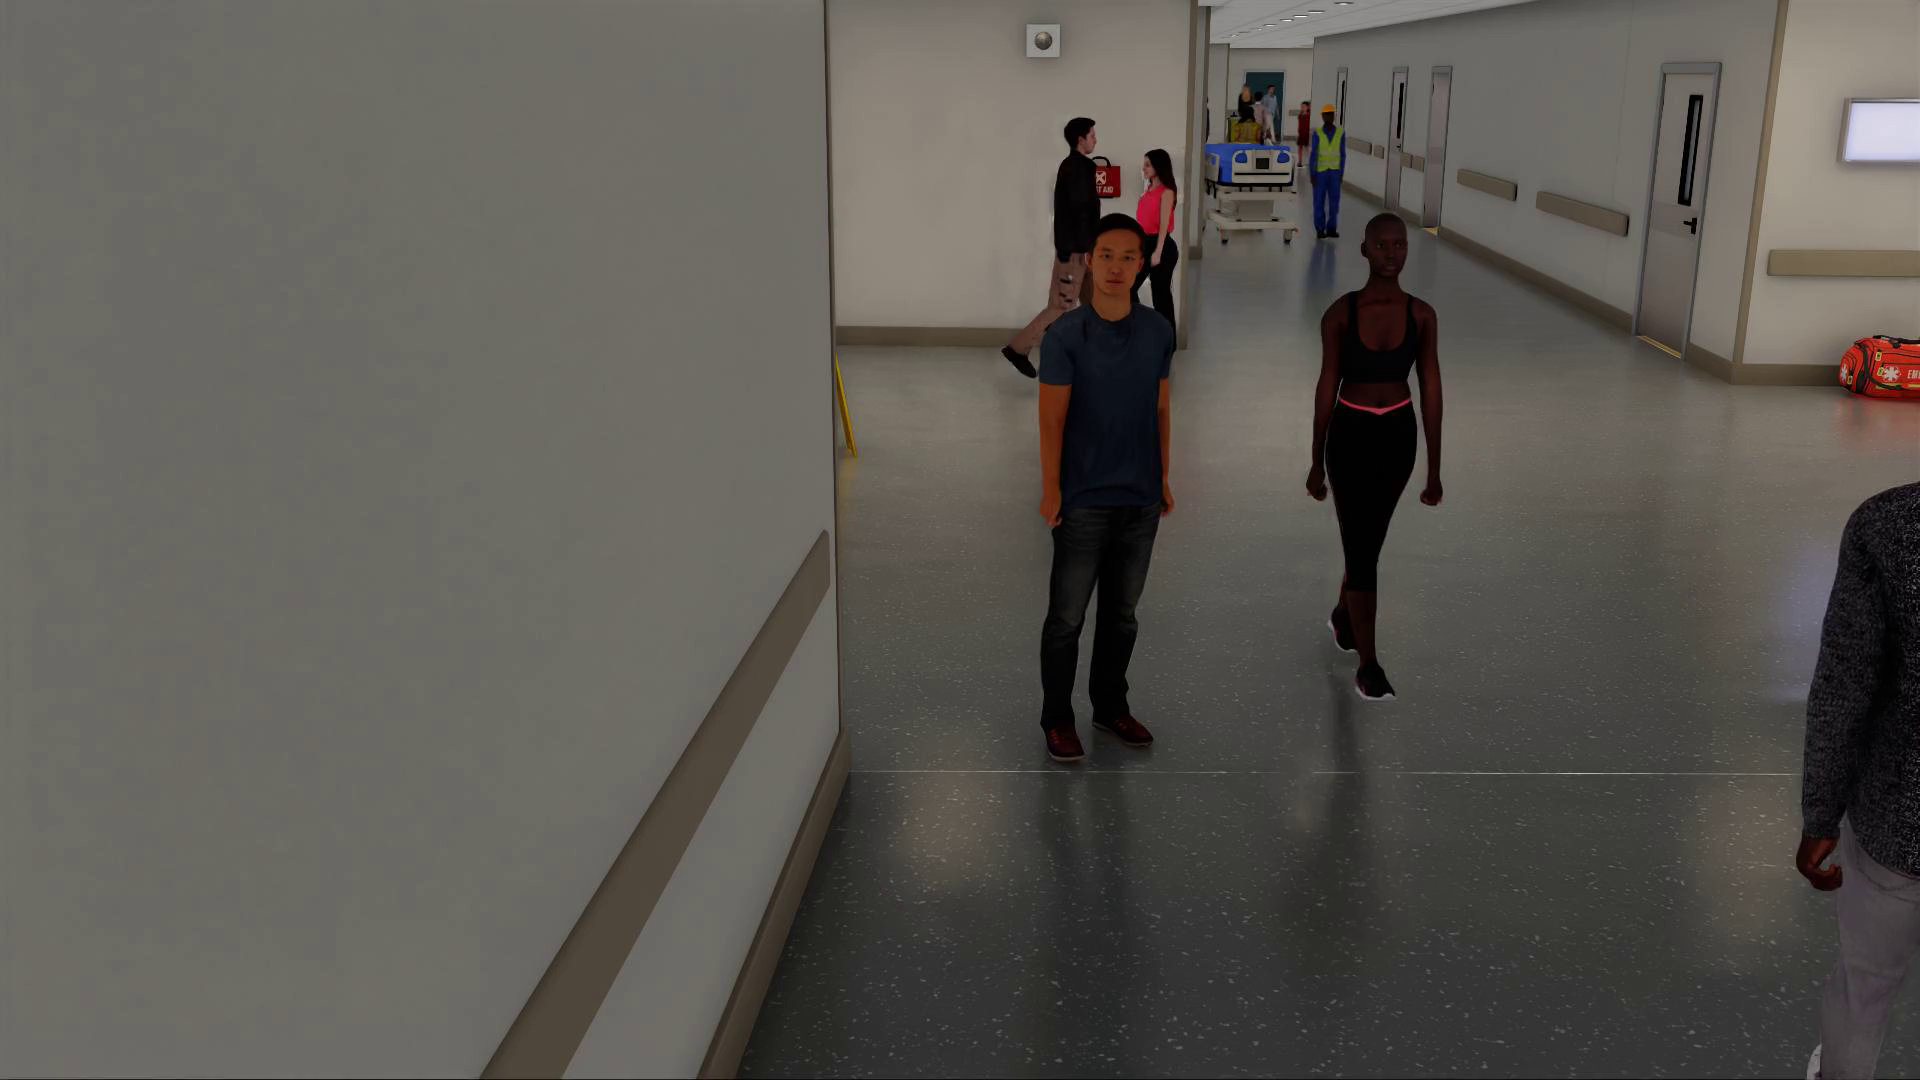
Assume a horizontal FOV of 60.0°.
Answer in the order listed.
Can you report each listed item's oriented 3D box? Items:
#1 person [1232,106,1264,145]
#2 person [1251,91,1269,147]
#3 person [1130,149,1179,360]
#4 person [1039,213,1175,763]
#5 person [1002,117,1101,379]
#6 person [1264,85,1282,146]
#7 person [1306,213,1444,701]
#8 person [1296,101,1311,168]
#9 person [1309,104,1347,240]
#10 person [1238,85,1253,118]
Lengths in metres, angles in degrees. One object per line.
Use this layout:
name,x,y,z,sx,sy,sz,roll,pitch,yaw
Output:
person,5.057,-6.800,29.341,0.786,1.645,0.860,-1,16,-2
person,6.719,-9.270,37.832,0.723,1.792,0.807,7,17,23
person,1.615,-2.251,13.199,0.785,1.649,0.723,-7,17,-23
person,0.476,-0.171,5.527,0.665,1.808,0.788,-8,17,-25
person,0.752,-2.091,12.196,1.227,1.886,0.751,0,16,1
person,9.598,-13.225,51.844,1.184,1.801,1.256,-13,20,-39
person,1.532,-0.322,6.243,1.131,1.711,0.749,0,16,0
person,8.302,-9.729,39.925,0.919,1.533,0.848,10,18,31
person,5.000,-5.031,22.795,0.821,1.792,0.802,-1,16,-2
person,8.871,-13.196,51.716,0.719,1.816,0.716,0,16,-1
